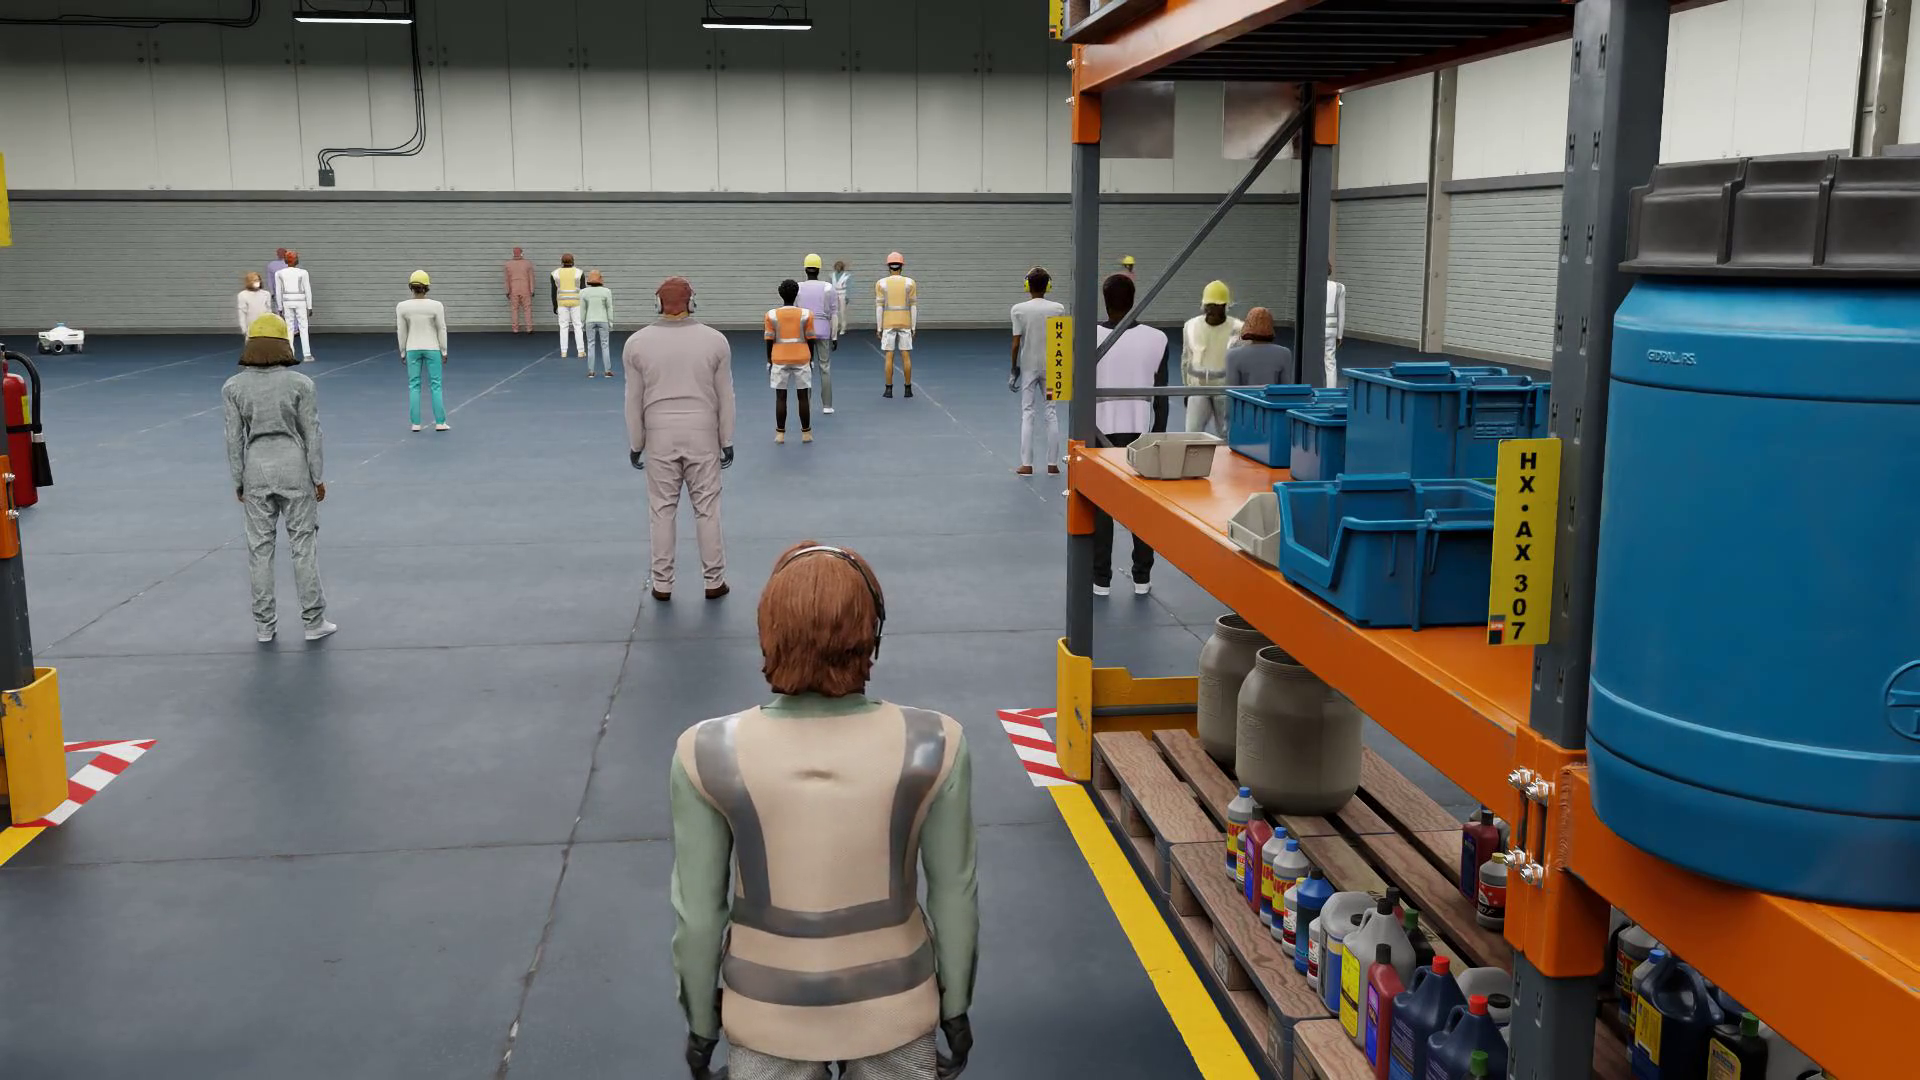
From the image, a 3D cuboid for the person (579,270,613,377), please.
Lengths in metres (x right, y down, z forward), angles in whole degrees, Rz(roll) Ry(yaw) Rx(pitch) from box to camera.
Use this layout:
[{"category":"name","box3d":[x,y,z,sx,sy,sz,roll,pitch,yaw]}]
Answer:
[{"category":"person","box3d":[-5.526,-3.289,25.318,0.497,1.633,0.283,-1,10,-7]}]

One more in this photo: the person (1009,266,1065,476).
[{"category":"person","box3d":[0.695,-1.501,14.872,0.510,1.872,0.329,-1,10,-7]}]

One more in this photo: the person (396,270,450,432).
[{"category":"person","box3d":[-5.886,-2.065,18.250,0.522,1.768,0.312,-1,10,-7]}]

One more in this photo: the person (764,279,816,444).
[{"category":"person","box3d":[-1.747,-1.832,17.162,0.532,1.696,0.319,-1,10,-7]}]

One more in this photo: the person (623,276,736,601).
[{"category":"person","box3d":[-1.635,-0.587,9.775,0.639,1.903,0.409,-1,10,-7]}]

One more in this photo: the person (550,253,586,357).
[{"category":"person","box3d":[-6.948,-4.177,29.622,0.623,1.844,0.429,-1,10,-7]}]

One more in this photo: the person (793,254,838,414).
[{"category":"person","box3d":[-1.759,-2.468,20.015,0.584,1.927,0.367,-1,10,-7]}]

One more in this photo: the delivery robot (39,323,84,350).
[{"category":"delivery robot","box3d":[-16.346,-3.697,30.259,0.477,0.478,0.707,6,12,30]}]

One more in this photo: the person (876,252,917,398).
[{"category":"person","box3d":[-0.848,-2.851,22.110,0.542,1.929,0.368,-1,10,-7]}]

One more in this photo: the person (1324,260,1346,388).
[{"category":"person","box3d":[4.401,-2.496,20.281,0.573,1.887,0.356,-1,10,-7]}]

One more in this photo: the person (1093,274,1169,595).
[{"category":"person","box3d":[0.949,-0.617,9.904,0.589,1.915,0.393,-1,10,-7]}]

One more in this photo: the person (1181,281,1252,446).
[{"category":"person","box3d":[2.032,-1.182,13.380,0.610,1.771,0.952,4,11,23]}]

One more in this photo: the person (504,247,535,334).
[{"category":"person","box3d":[-9.666,-5.471,36.552,0.639,1.903,0.409,-1,10,-7]}]

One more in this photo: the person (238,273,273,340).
[{"category":"person","box3d":[-10.311,-3.126,24.493,0.811,1.595,0.530,10,14,43]}]

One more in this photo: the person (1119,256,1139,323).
[{"category":"person","box3d":[3.505,-4.979,34.315,0.553,1.718,0.876,-8,13,-36]}]

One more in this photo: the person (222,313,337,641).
[{"category":"person","box3d":[-3.600,-0.326,8.797,0.484,1.737,0.305,-1,10,-7]}]

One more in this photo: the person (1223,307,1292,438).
[{"category":"person","box3d":[2.135,-0.853,11.968,0.497,1.633,0.283,-1,10,-7]}]

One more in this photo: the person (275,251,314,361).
[{"category":"person","box3d":[-11.392,-3.992,28.495,0.573,1.883,0.356,-1,10,-7]}]

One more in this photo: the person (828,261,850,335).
[{"category":"person","box3d":[-2.640,-5.220,35.991,0.527,1.586,0.878,2,11,13]}]

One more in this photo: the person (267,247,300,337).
[{"category":"person","box3d":[-14.448,-5.302,35.607,0.639,1.909,0.409,-1,10,-7]}]

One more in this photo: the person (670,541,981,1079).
[{"category":"person","box3d":[-0.218,0.817,2.792,0.511,1.641,0.308,-1,10,-7]}]
